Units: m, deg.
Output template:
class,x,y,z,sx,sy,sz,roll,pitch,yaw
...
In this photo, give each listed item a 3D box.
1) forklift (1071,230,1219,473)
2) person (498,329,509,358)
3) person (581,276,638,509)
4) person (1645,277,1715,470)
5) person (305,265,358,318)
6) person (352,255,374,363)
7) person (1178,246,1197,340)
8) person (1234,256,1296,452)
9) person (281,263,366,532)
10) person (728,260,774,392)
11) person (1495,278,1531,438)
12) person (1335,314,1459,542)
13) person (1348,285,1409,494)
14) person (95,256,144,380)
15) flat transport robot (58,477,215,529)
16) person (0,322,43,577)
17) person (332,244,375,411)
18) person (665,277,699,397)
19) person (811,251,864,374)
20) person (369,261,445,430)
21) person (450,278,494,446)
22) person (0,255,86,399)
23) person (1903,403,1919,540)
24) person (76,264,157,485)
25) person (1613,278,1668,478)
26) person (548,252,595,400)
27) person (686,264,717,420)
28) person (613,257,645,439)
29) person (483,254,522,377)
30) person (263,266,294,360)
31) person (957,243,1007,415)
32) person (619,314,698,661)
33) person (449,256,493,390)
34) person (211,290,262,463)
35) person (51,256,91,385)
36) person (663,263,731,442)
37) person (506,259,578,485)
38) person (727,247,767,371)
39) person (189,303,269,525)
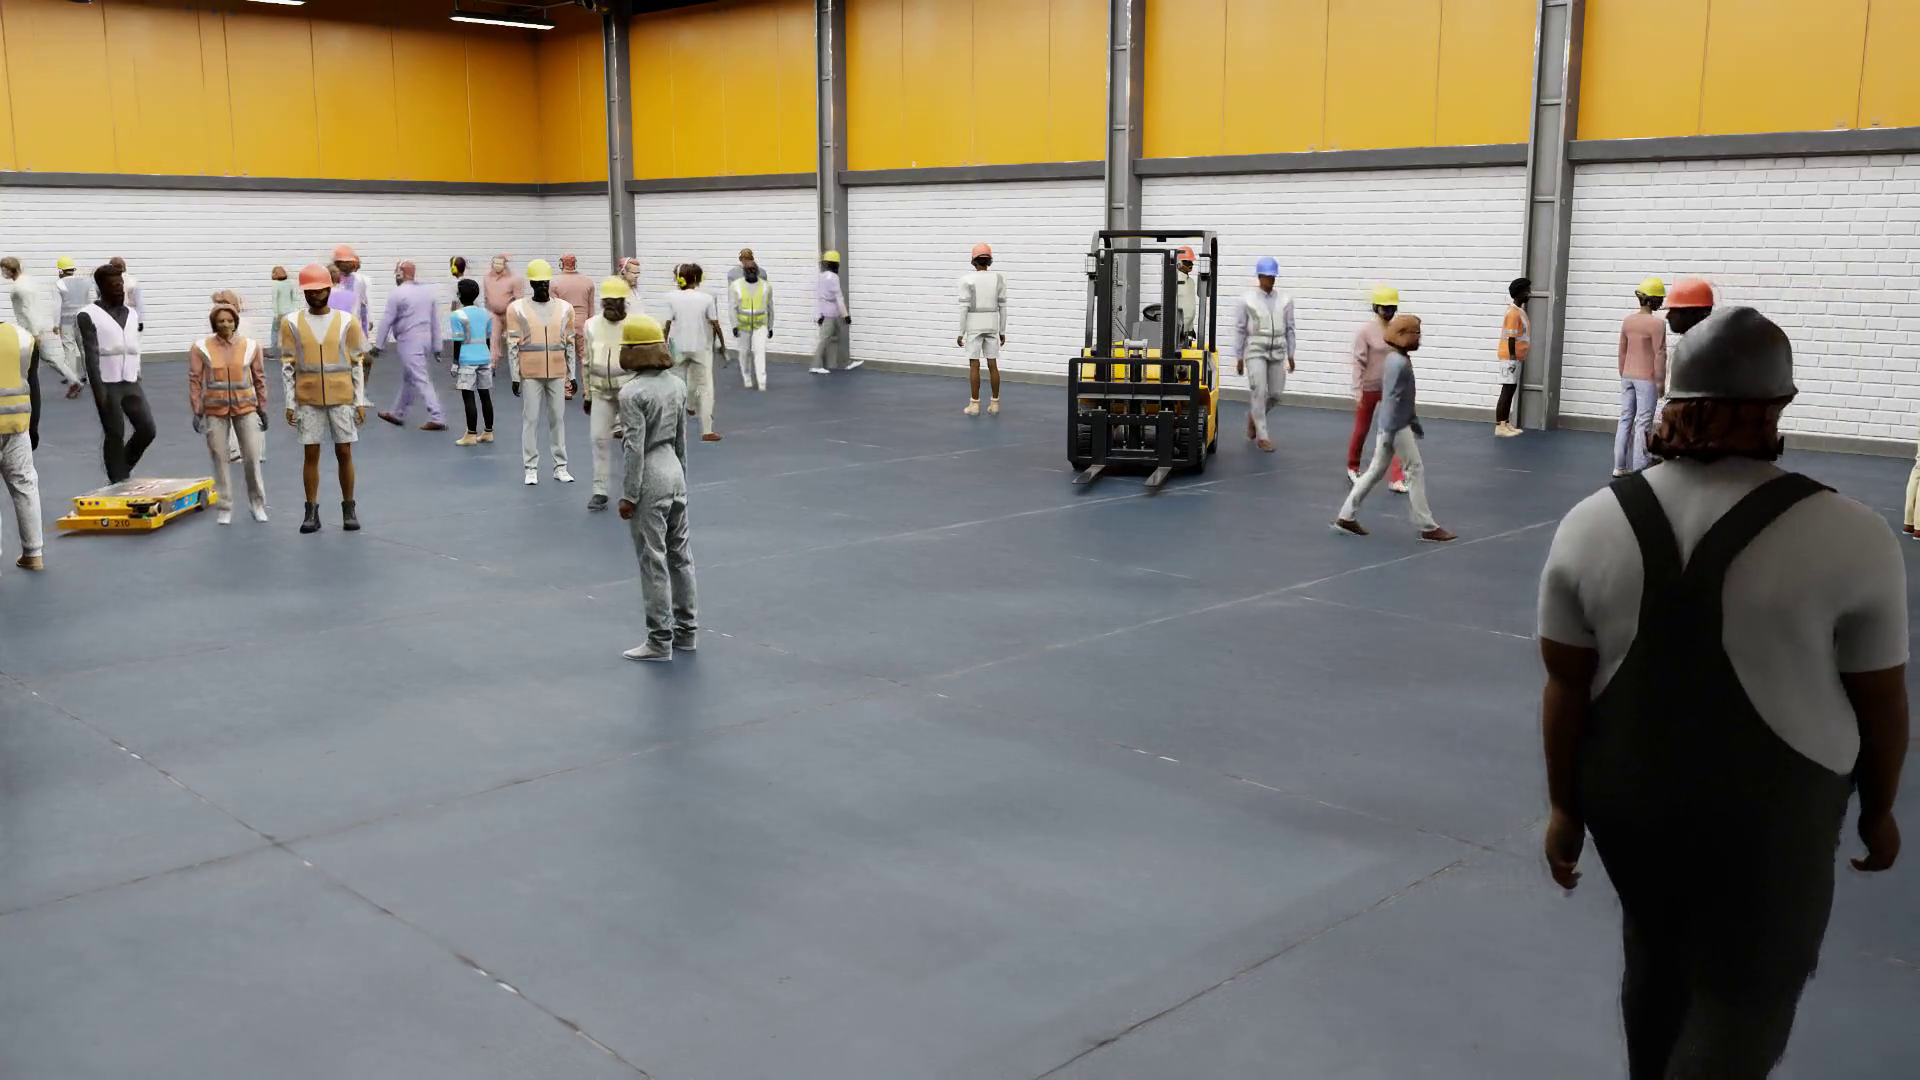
class,x,y,z,sx,sy,sz,roll,pitch,yaw
forklift,1.804,-1.825,15.677,1.214,2.155,2.313,2,11,13
person,-8.045,-4.016,29.199,0.541,1.602,0.705,0,10,-2
person,-2.688,-1.128,12.907,0.621,1.809,0.732,1,10,6
person,4.138,-0.564,9.636,0.976,1.882,0.569,6,12,30
person,-7.070,-2.212,18.846,0.557,1.808,0.783,-7,12,-33
person,-8.831,-3.230,24.243,0.583,1.871,0.438,-1,10,-7
person,2.769,-2.654,20.741,0.381,1.994,0.615,7,12,33
person,3.026,-1.866,16.630,0.615,1.930,0.746,-2,11,-13
person,-4.570,-1.015,11.961,0.552,1.934,0.373,-3,11,-17
person,-2.891,-2.966,23.028,0.626,1.800,0.948,-2,11,-10
person,5.873,-1.933,17.647,0.322,1.689,0.530,5,11,24
person,3.062,-0.787,11.674,0.839,1.592,0.502,2,11,10
person,3.530,-1.278,13.998,0.541,1.716,0.928,-2,11,-13
person,-12.161,-3.191,24.133,0.621,1.819,0.467,-3,11,-18
flat transport robot,-6.170,-0.295,12.583,0.652,0.197,1.431,-1,10,-4
person,-6.081,-0.683,10.429,0.429,1.838,0.621,6,12,31
person,-7.377,-2.547,20.096,0.542,2.012,0.628,8,13,36
person,-3.669,-2.756,22.107,0.525,1.701,0.912,-6,12,-30
person,-1.915,-3.520,25.778,0.941,1.881,0.602,-4,11,-21
person,-6.088,-2.139,18.339,1.023,1.849,0.646,3,11,17
person,-4.957,-1.799,16.892,0.318,1.697,0.535,5,12,27
person,-11.851,-2.711,21.372,0.961,1.886,0.742,-5,11,-24
person,6.868,-0.804,11.663,0.271,1.627,0.502,2,11,12
person,-6.668,-1.217,13.154,0.444,1.903,0.597,4,11,19
person,5.957,-1.392,14.485,0.321,1.767,0.533,-3,11,-17
person,-5.067,-2.776,21.645,0.643,1.910,0.400,-7,13,-34
person,-3.027,-2.271,19.184,0.487,1.804,1.015,-3,11,-17
person,-3.499,-2.023,17.563,0.399,1.900,0.642,1,10,6
person,-6.928,-3.389,25.140,0.659,1.844,1.040,2,11,8
person,-11.618,-3.855,28.374,0.777,1.599,0.516,5,11,24
person,0.250,-2.505,19.794,0.615,2.041,0.384,-4,11,-21
person,-1.556,-0.262,8.390,0.324,1.740,0.492,5,12,25
person,-6.771,-2.967,22.838,0.580,1.855,0.539,6,12,28
person,-6.794,-1.513,15.524,0.503,1.618,0.519,1,10,3
person,-12.698,-3.129,23.765,0.403,1.837,0.590,5,12,25
person,-2.712,-1.906,17.082,0.709,1.852,0.466,0,10,-1
person,-3.579,-1.441,14.314,0.588,1.927,0.369,-6,12,-28
person,-3.337,-3.613,26.123,0.628,1.939,0.375,-3,11,-16
person,-5.419,-0.936,12.351,0.525,1.638,0.333,-5,12,-25
